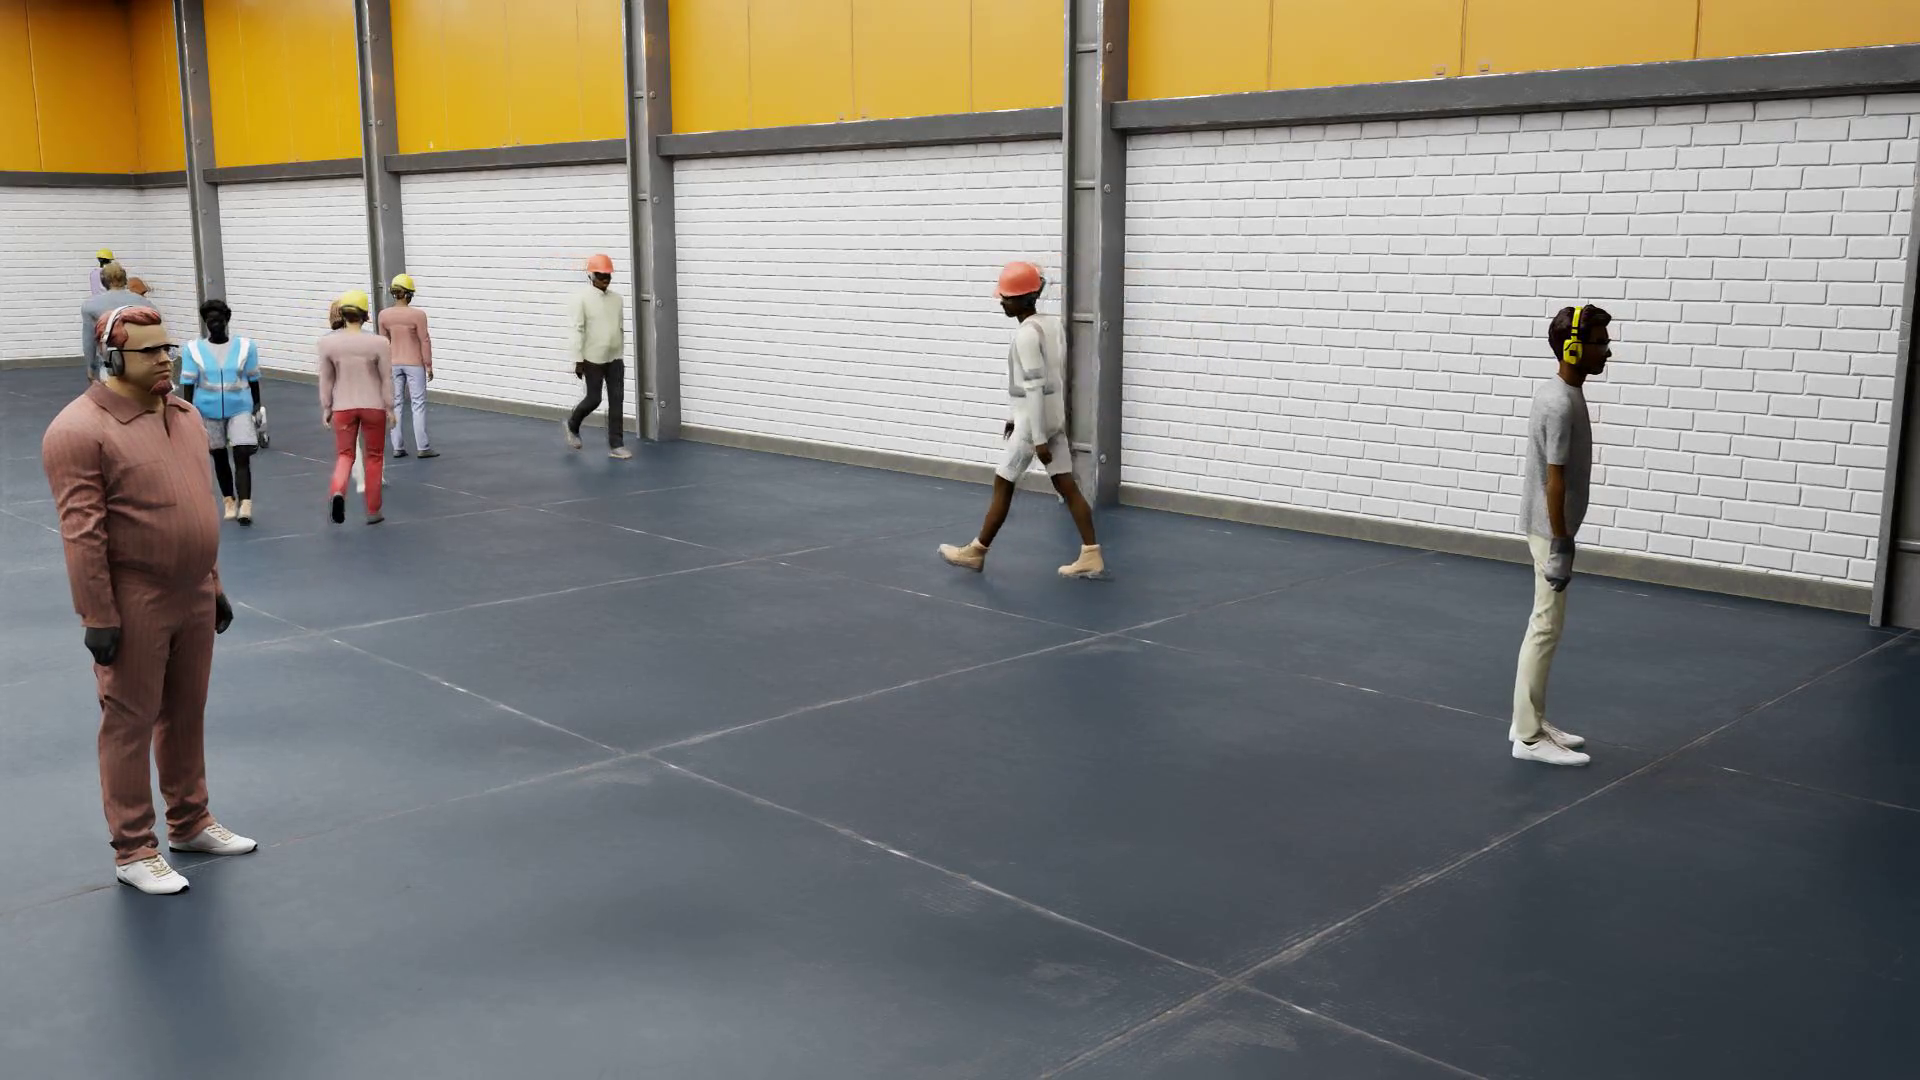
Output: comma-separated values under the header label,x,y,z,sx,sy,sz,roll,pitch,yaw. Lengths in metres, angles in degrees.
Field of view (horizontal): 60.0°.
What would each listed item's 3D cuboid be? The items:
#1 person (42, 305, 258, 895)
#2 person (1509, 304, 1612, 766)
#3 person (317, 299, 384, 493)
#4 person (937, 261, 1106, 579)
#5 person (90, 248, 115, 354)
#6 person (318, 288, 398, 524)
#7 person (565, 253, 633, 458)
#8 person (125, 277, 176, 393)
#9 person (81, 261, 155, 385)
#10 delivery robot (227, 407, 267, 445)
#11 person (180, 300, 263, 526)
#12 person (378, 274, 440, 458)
label,x,y,z,sx,sy,sz,roll,pitch,yaw
person,-2.642,0.188,5.488,0.407,1.908,0.641,2,11,12
person,2.431,-0.016,6.733,0.332,1.866,0.514,4,11,18
person,-5.090,-1.209,13.929,0.507,1.594,0.570,-2,11,-13
person,0.417,-0.724,10.289,1.103,1.971,0.642,4,11,22
person,-13.760,-3.736,26.857,0.588,1.918,0.397,7,12,33
person,-4.402,-0.953,12.140,0.530,1.750,0.550,-1,10,-5
person,-3.506,-1.775,16.033,0.763,1.971,0.621,9,14,40
person,-10.184,-2.488,20.842,0.409,1.611,0.539,-5,11,-25
person,-7.666,-1.598,15.270,0.628,1.910,0.898,-10,14,-43
delivery robot,-7.131,-1.185,16.403,0.477,0.478,0.707,0,10,-2
person,-5.406,-0.920,12.195,0.546,1.650,0.847,-4,11,-21
person,-5.293,-1.659,15.945,0.523,1.767,0.313,2,11,11
